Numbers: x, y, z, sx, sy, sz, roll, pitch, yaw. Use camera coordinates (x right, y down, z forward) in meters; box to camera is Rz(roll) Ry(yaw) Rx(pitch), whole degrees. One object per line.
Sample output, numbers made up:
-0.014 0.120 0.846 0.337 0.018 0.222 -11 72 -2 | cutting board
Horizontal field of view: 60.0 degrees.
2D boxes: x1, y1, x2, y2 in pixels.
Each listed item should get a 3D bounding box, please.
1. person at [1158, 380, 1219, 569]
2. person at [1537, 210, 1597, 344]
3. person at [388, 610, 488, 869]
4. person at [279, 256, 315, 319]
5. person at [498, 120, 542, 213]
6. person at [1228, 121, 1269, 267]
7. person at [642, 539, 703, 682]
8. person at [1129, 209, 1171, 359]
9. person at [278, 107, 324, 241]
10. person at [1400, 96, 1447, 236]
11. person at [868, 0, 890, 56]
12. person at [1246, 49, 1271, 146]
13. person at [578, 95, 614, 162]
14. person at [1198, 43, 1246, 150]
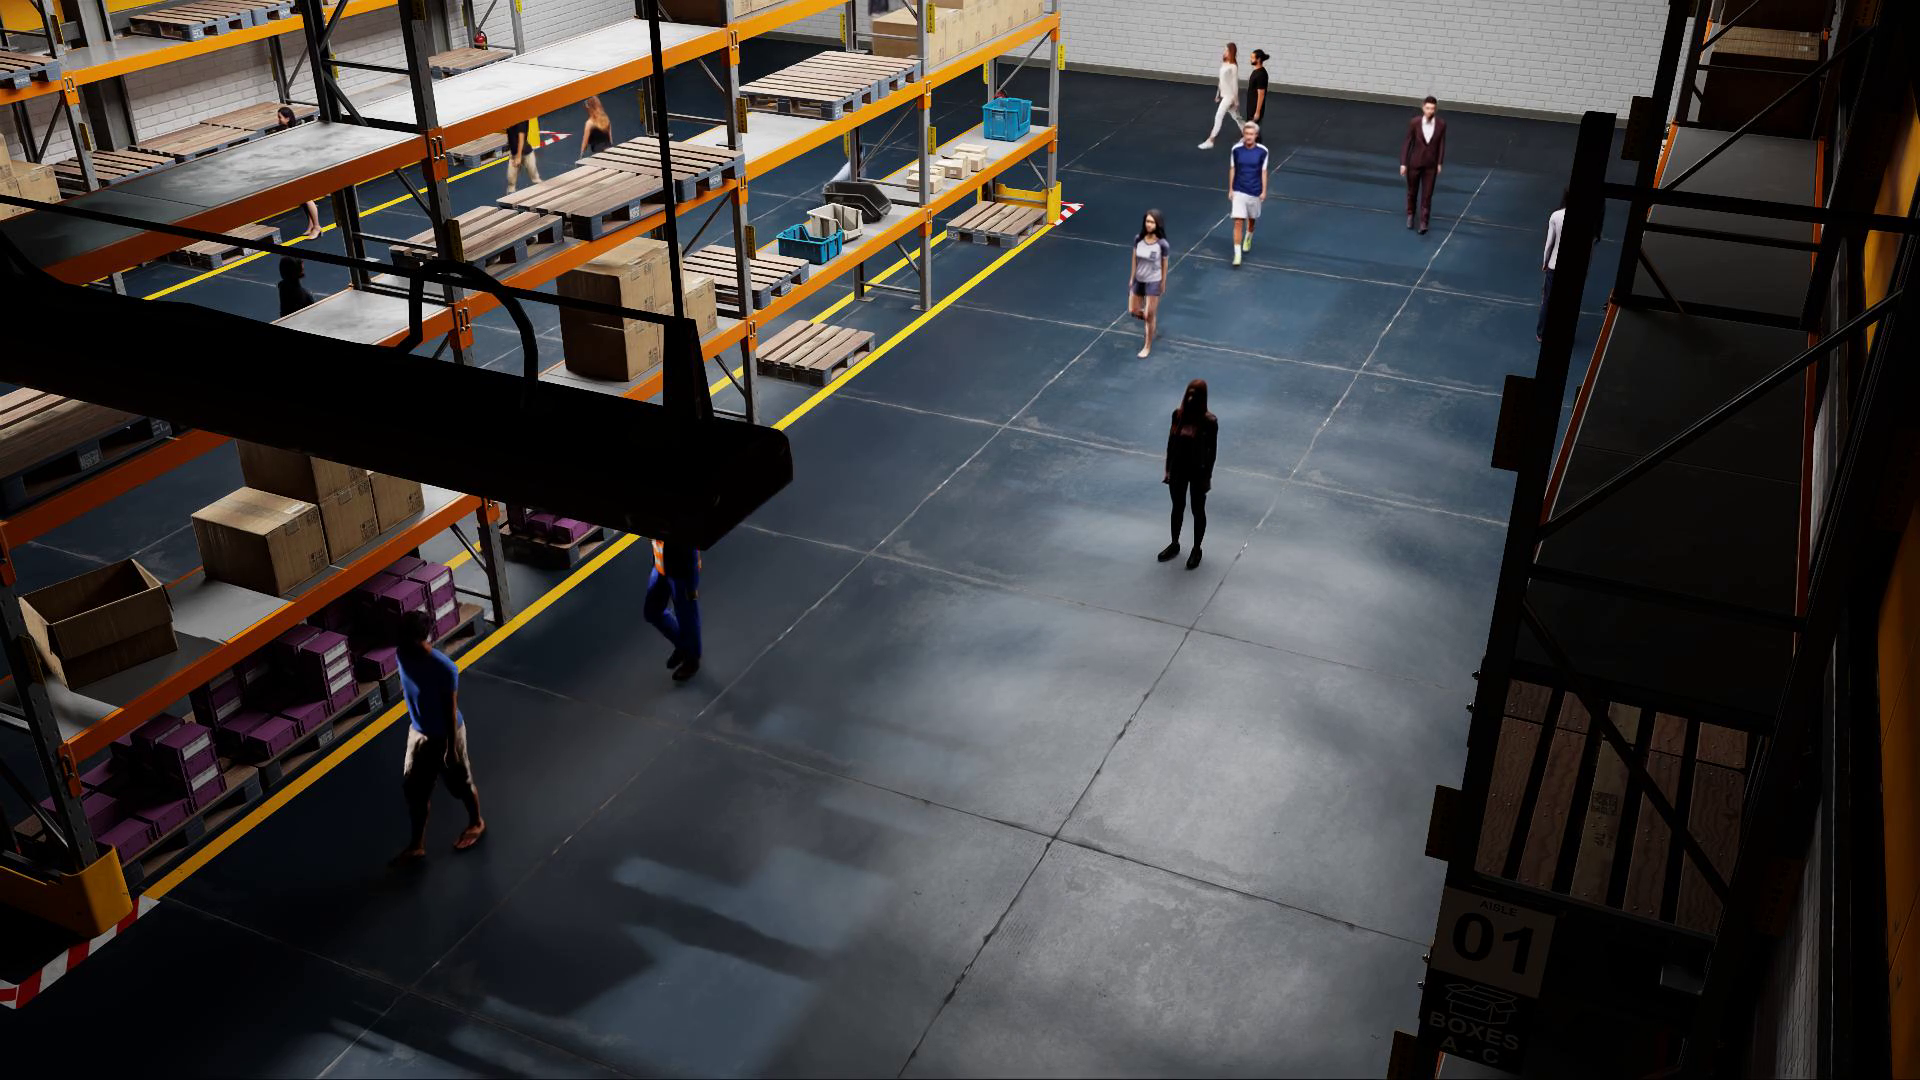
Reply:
1.999 -0.598 14.382 0.623 1.711 0.558 17 33 28 | person
6.873 -3.122 18.861 0.675 1.853 0.571 14 32 24 | person
-3.382 1.223 10.901 0.623 1.849 0.908 13 31 23 | person
-6.824 -2.135 17.219 0.646 1.692 0.636 13 31 22 | person
-5.965 -5.345 22.965 1.128 1.826 0.939 -22 35 -34 | person
3.712 -4.497 21.435 0.829 1.802 1.217 5 29 10 | person
-2.111 0.216 12.742 0.798 1.853 0.772 21 35 34 | person
2.151 -2.909 18.637 0.686 1.694 0.791 18 33 29 | person
-8.832 -4.900 22.209 0.803 1.769 0.777 -18 33 -30 | person
6.240 -5.081 22.489 0.918 1.818 1.261 5 29 9 | person
-1.469 -9.660 30.950 0.986 1.753 1.084 -8 30 -14 | person
4.501 -6.563 25.272 0.764 1.756 0.622 0 29 0 | person
-4.866 -5.241 22.946 0.720 1.662 1.025 14 32 24 | person
4.298 -6.932 26.049 1.045 1.659 1.140 -2 29 -4 | person
